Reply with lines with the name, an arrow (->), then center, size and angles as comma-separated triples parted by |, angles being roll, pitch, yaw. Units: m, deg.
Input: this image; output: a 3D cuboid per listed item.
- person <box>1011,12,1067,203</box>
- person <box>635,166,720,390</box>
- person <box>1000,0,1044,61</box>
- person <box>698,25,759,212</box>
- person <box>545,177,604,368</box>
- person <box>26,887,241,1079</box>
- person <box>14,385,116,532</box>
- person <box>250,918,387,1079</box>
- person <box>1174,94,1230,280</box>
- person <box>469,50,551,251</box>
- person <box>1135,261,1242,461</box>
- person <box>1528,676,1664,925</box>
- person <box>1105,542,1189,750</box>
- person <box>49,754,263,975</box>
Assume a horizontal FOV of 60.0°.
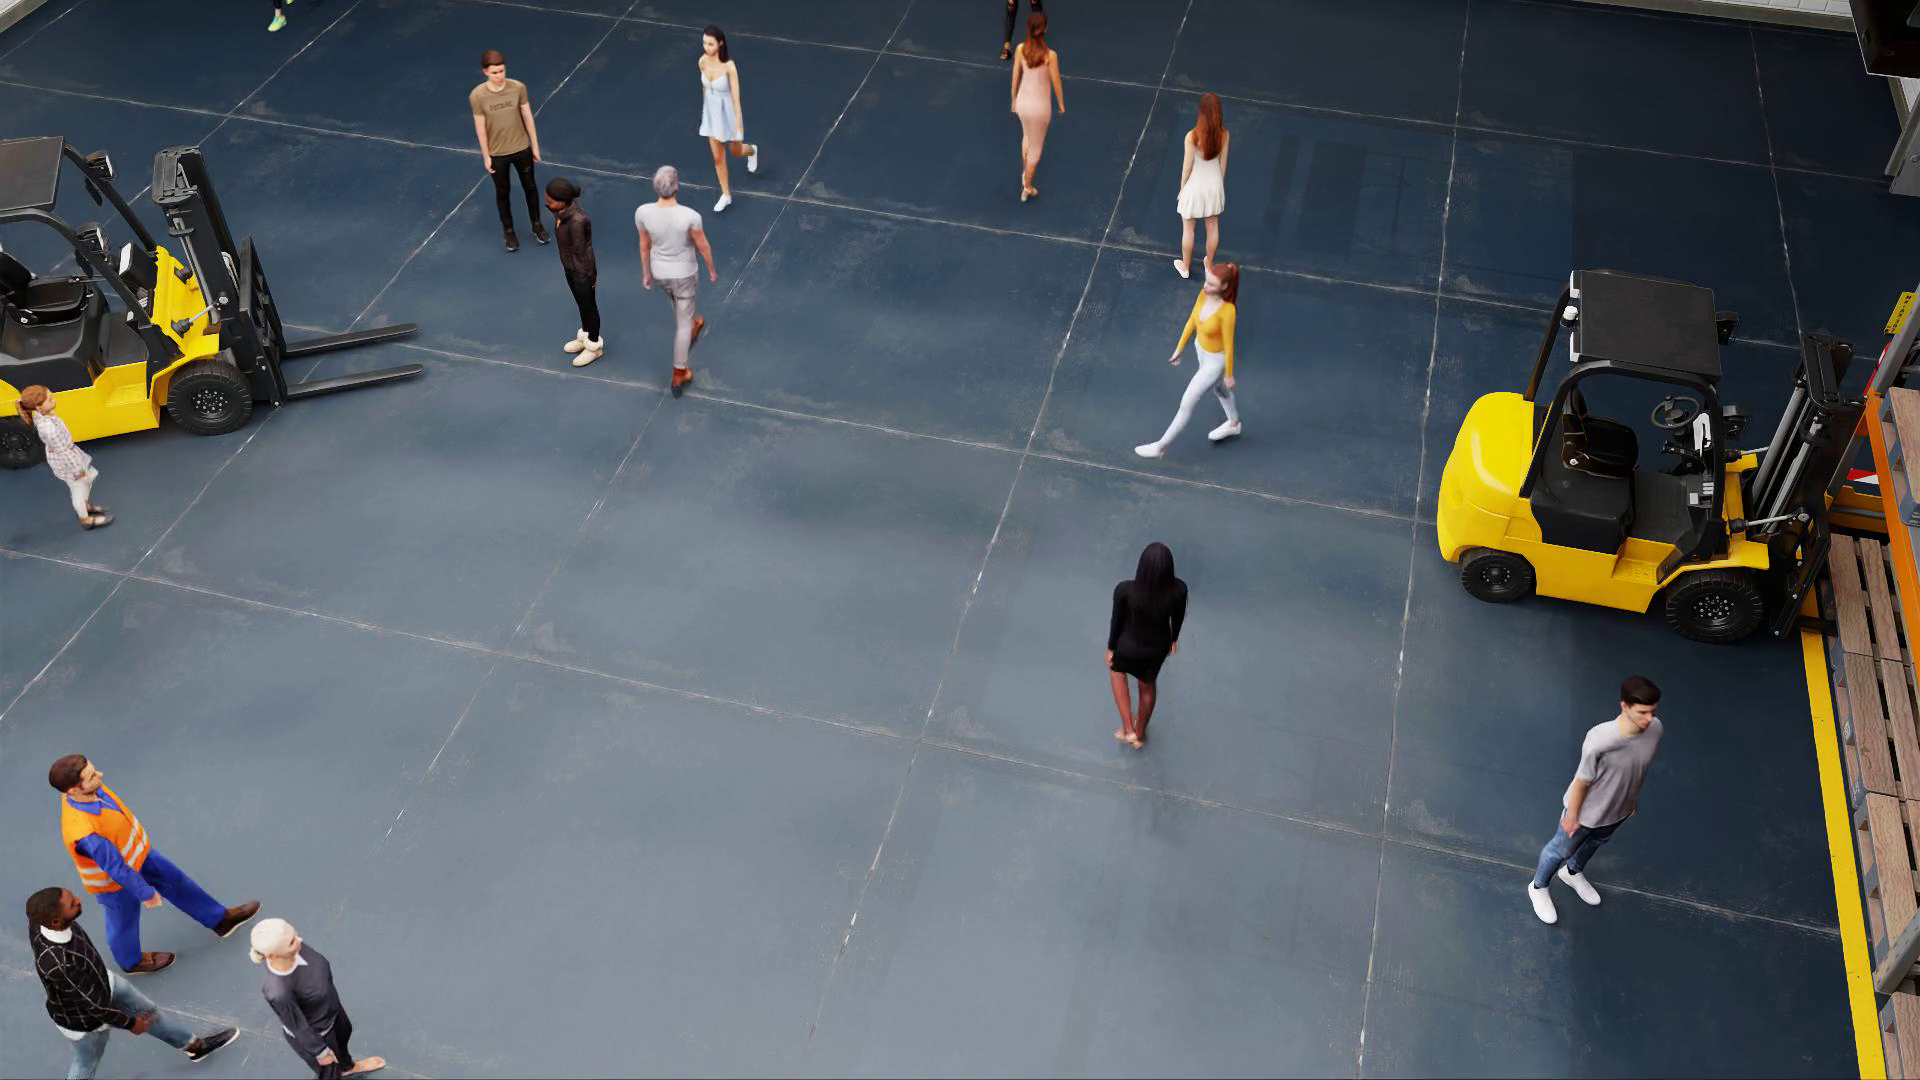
person -> 0.631, -3.866, 15.026 | 0.687, 1.820, 0.707 | 24, 48, 23
person -> -2.263, -2.038, 13.136 | 0.759, 1.780, 1.218 | 8, 44, 8
person -> 0.721, -5.873, 17.252 | 0.673, 1.656, 1.087 | 14, 45, 14
person -> -2.102, -3.881, 15.118 | 0.688, 1.715, 1.035 | 18, 47, 18
person -> -3.056, -2.196, 13.389 | 0.703, 1.660, 0.763 | 34, 53, 30
person -> -4.540, 2.404, 8.477 | 1.222, 1.776, 1.217 | -19, 47, -19
person -> -6.495, -0.571, 11.944 | 0.687, 1.300, 0.624 | -20, 47, -20
person -> -3.329, 2.429, 8.487 | 0.768, 1.724, 0.644 | -10, 45, -10
person -> 2.075, -3.010, 14.211 | 0.638, 1.705, 0.650 | -5, 44, -5
person -> -3.947, -3.430, 14.547 | 0.733, 1.849, 0.776 | -18, 47, -18
person -> 1.956, -1.352, 12.485 | 1.149, 1.686, 1.188 | -16, 46, -16
person -> 3.619, 1.450, 9.396 | 0.754, 1.889, 0.788 | -17, 46, -17
person -> 1.149, 0.726, 10.284 | 0.753, 1.713, 0.784 | -5, 44, -6
person -> -4.662, 1.816, 9.052 | 1.132, 1.833, 1.131 | -14, 45, -15
